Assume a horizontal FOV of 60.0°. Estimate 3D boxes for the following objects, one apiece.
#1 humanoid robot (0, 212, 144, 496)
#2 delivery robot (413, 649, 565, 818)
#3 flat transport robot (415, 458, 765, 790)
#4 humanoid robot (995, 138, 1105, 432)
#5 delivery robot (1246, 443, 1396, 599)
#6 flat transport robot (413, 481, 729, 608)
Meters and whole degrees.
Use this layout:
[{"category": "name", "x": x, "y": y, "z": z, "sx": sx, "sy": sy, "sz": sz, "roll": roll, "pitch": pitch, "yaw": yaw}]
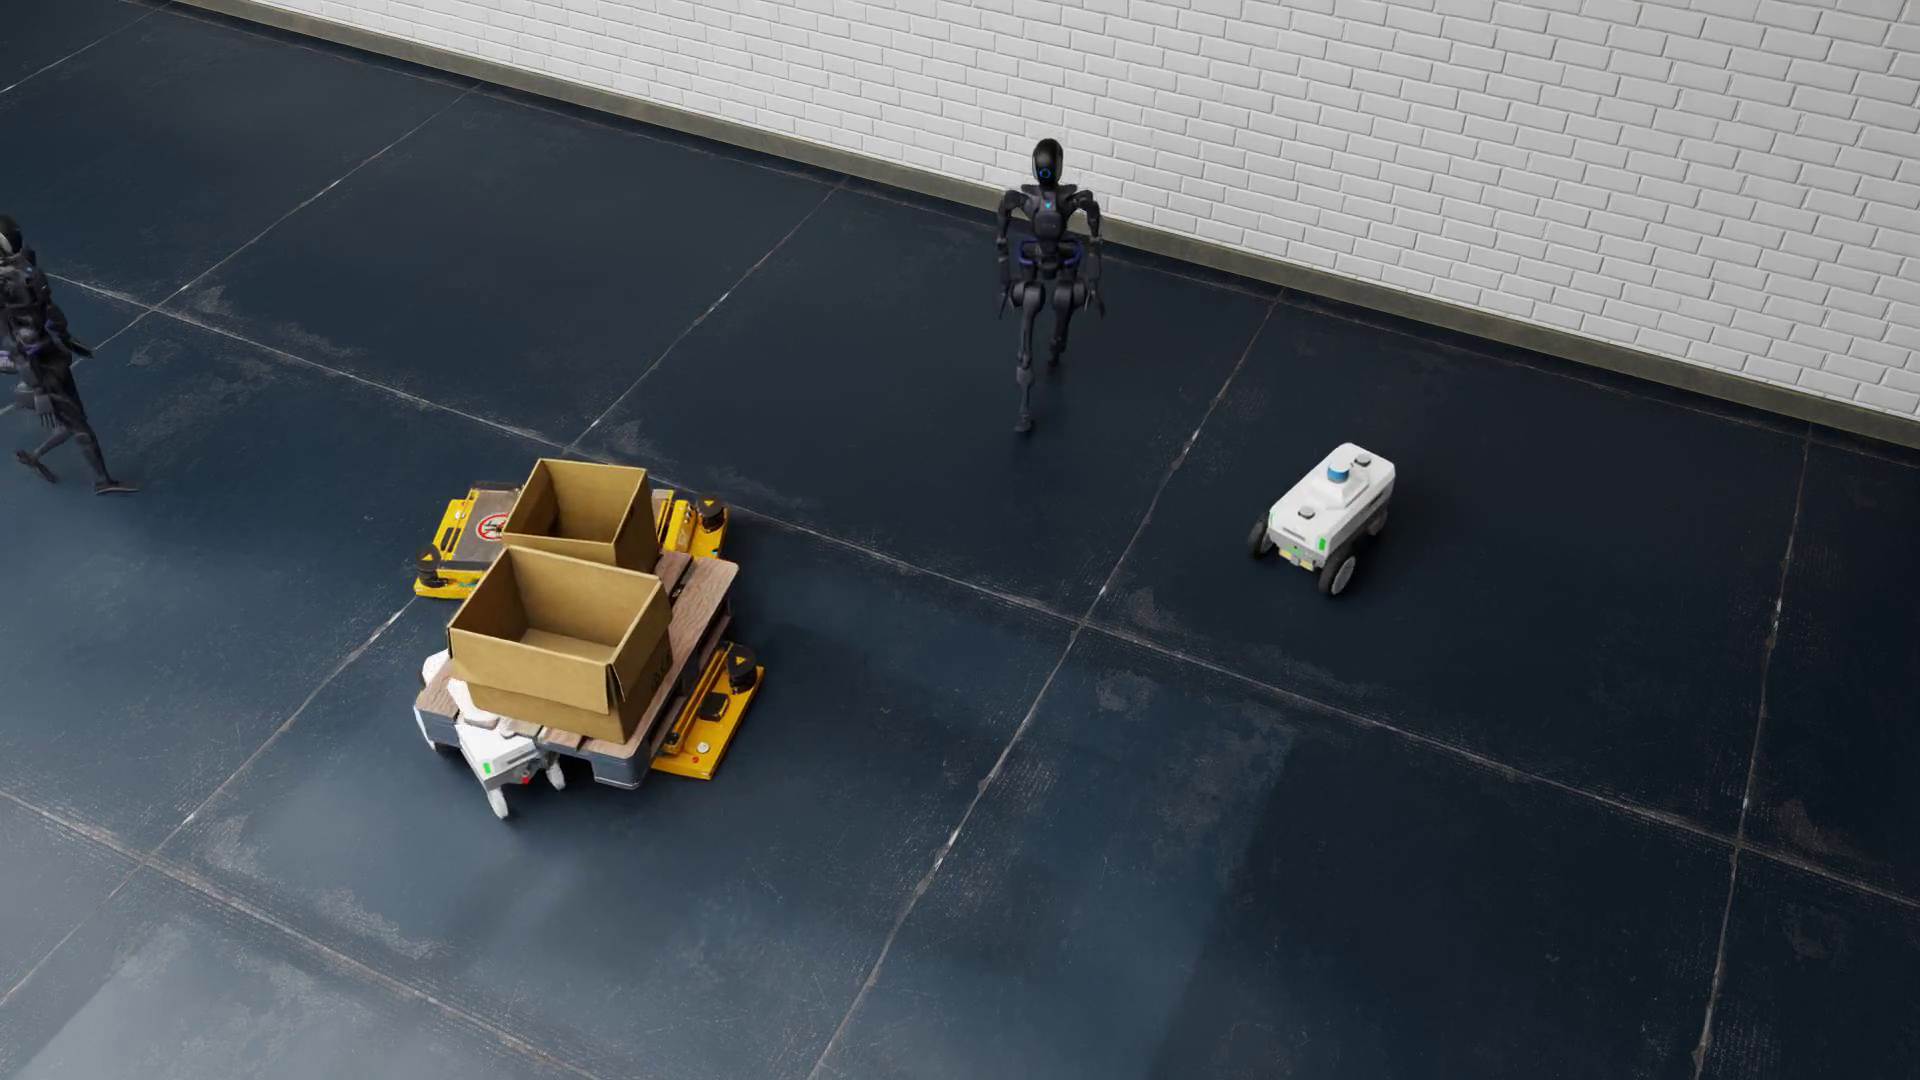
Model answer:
[{"category": "humanoid robot", "x": -4.575, "y": -0.873, "z": 8.189, "sx": 0.673, "sy": 1.642, "sz": 0.602, "roll": -5, "pitch": 43, "yaw": -5}, {"category": "delivery robot", "x": -2.040, "y": 0.770, "z": 7.226, "sx": 0.499, "sy": 0.611, "sz": 0.814, "roll": -25, "pitch": 49, "yaw": -25}, {"category": "flat transport robot", "x": -1.678, "y": 0.649, "z": 7.555, "sx": 1.431, "sy": 0.231, "sz": 0.659, "roll": 11, "pitch": 44, "yaw": 12}, {"category": "humanoid robot", "x": 0.478, "y": -1.347, "z": 8.713, "sx": 0.588, "sy": 1.623, "sz": 0.798, "roll": 2, "pitch": 43, "yaw": 2}, {"category": "delivery robot", "x": 1.816, "y": -0.144, "z": 8.184, "sx": 0.499, "sy": 0.572, "sz": 0.747, "roll": 31, "pitch": 51, "yaw": 29}, {"category": "flat transport robot", "x": -1.909, "y": 0.027, "z": 8.226, "sx": 1.431, "sy": 0.231, "sz": 0.659, "roll": 2, "pitch": 43, "yaw": 3}]
